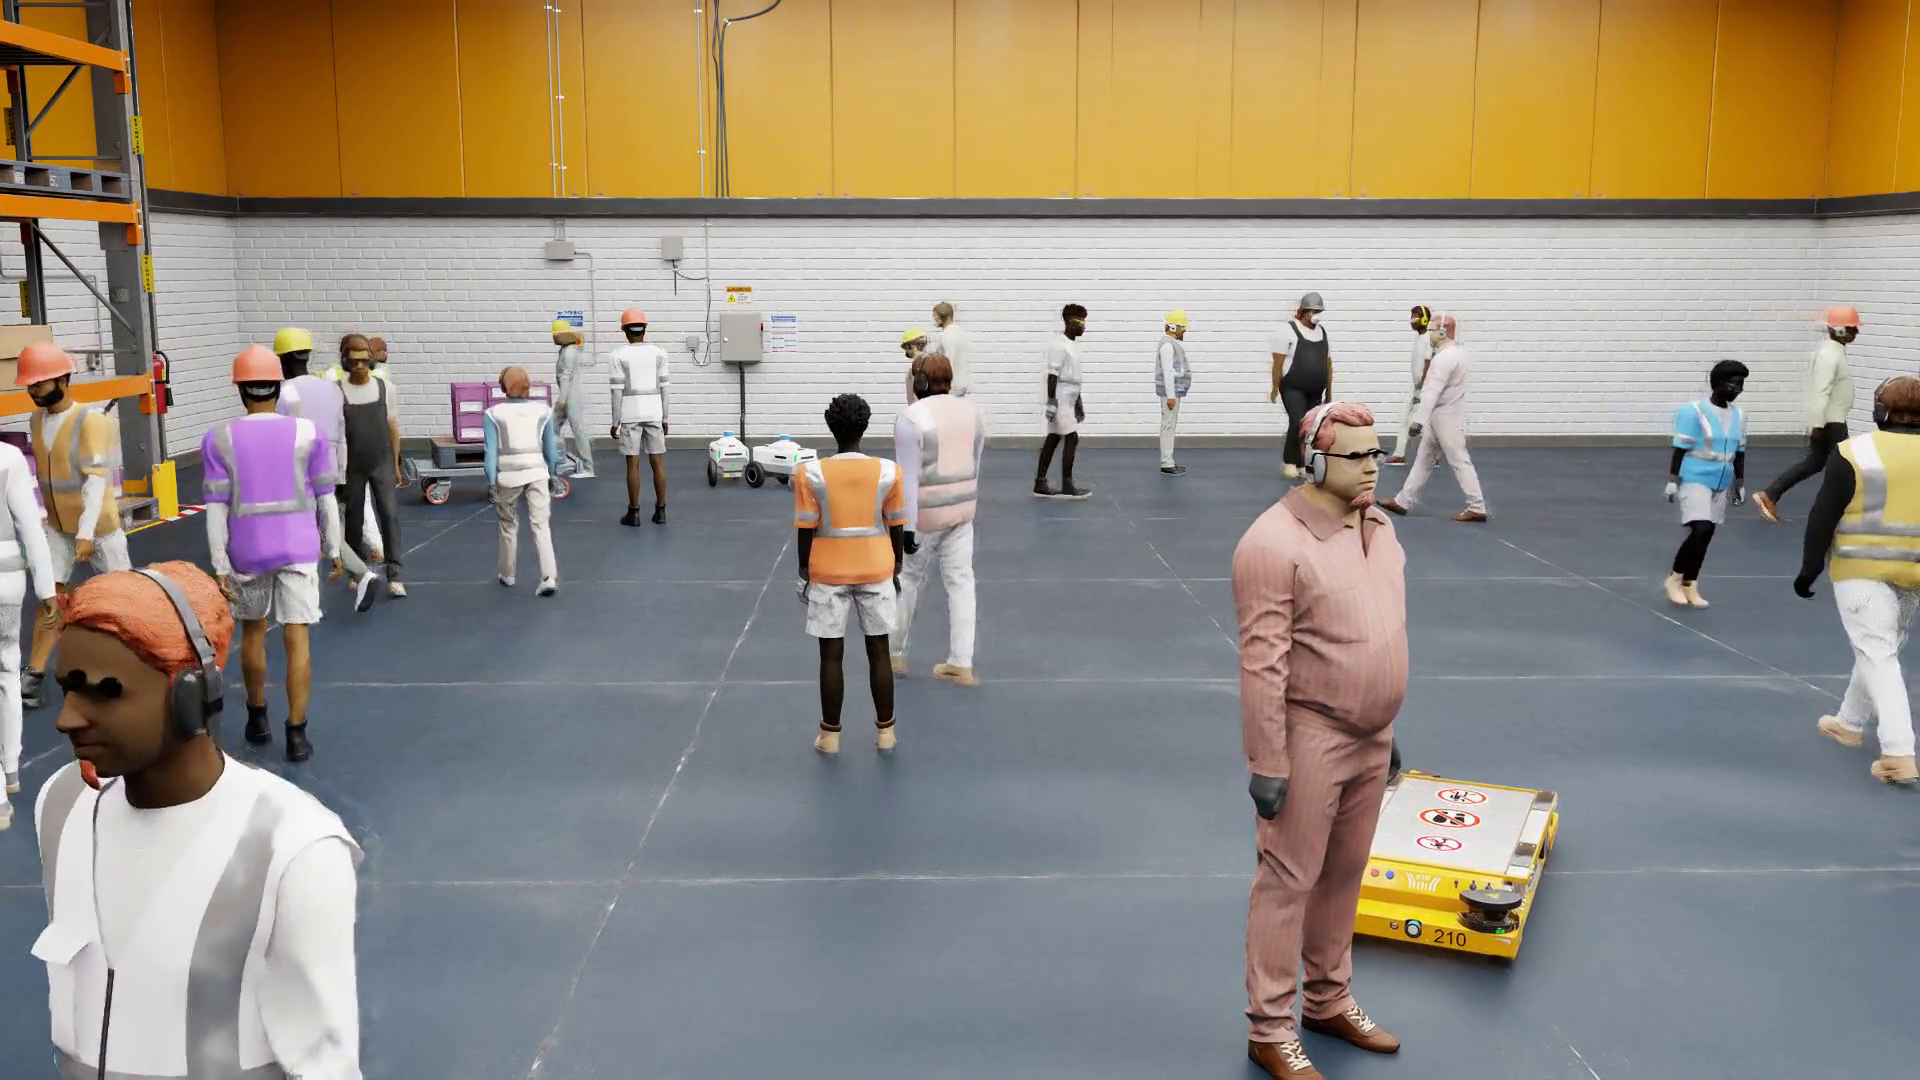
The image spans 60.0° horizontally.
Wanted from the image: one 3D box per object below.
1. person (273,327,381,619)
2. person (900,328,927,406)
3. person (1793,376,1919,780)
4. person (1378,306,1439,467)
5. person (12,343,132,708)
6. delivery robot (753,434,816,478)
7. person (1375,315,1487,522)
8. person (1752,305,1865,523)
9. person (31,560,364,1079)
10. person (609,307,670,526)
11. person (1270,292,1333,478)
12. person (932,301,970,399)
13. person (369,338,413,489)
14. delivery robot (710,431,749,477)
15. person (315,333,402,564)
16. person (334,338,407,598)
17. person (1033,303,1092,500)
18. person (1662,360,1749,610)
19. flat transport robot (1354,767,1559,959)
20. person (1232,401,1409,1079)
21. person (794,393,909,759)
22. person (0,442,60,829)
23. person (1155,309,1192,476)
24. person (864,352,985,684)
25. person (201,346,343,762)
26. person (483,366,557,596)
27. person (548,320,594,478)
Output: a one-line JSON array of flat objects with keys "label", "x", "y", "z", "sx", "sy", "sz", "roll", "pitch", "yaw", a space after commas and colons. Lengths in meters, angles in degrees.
[{"label": "person", "x": -4.113, "y": -0.405, "z": 10.640, "sx": 0.601, "sy": 1.905, "sz": 0.587, "roll": 4, "pitch": 10, "yaw": 21}, {"label": "person", "x": -0.409, "y": -1.159, "z": 15.846, "sx": 0.861, "sy": 1.700, "sz": 0.568, "roll": 2, "pitch": 10, "yaw": 14}, {"label": "person", "x": 4.191, "y": 0.156, "z": 7.550, "sx": 0.622, "sy": 1.798, "sz": 0.965, "roll": 0, "pitch": 9, "yaw": -2}, {"label": "person", "x": 5.140, "y": -1.726, "z": 18.898, "sx": 0.819, "sy": 1.838, "sz": 0.545, "roll": -1, "pitch": 9, "yaw": -7}, {"label": "person", "x": -4.615, "y": -0.067, "z": 8.588, "sx": 0.573, "sy": 1.876, "sz": 0.976, "roll": 3, "pitch": 10, "yaw": 20}, {"label": "delivery robot", "x": -1.807, "y": -0.847, "z": 17.164, "sx": 0.707, "sy": 0.478, "sz": 0.477, "roll": 8, "pitch": 12, "yaw": 42}, {"label": "person", "x": 4.312, "y": -1.092, "z": 15.003, "sx": 1.021, "sy": 1.847, "sz": 0.655, "roll": 3, "pitch": 10, "yaw": 20}, {"label": "person", "x": 7.499, "y": -1.065, "z": 14.498, "sx": 0.924, "sy": 1.969, "sz": 0.605, "roll": 4, "pitch": 10, "yaw": 25}, {"label": "person", "x": -1.102, "y": 0.963, "z": 2.318, "sx": 0.604, "sy": 1.870, "sz": 0.494, "roll": 4, "pitch": 10, "yaw": 23}, {"label": "person", "x": -2.837, "y": -1.083, "z": 14.700, "sx": 0.542, "sy": 1.928, "sz": 0.375, "roll": -5, "pitch": 11, "yaw": -29}, {"label": "person", "x": 3.714, "y": -1.663, "z": 17.909, "sx": 0.719, "sy": 2.000, "sz": 0.539, "roll": -4, "pitch": 10, "yaw": -25}, {"label": "person", "x": -0.128, "y": -1.630, "z": 18.093, "sx": 0.462, "sy": 1.914, "sz": 0.651, "roll": 2, "pitch": 9, "yaw": 13}, {"label": "person", "x": -5.941, "y": -1.250, "z": 16.792, "sx": 0.568, "sy": 1.571, "sz": 0.879, "roll": 4, "pitch": 10, "yaw": 22}, {"label": "delivery robot", "x": -2.440, "y": -0.912, "z": 17.563, "sx": 0.477, "sy": 0.478, "sz": 0.707, "roll": -2, "pitch": 9, "yaw": -15}, {"label": "person", "x": -4.742, "y": -0.733, "z": 13.070, "sx": 1.038, "sy": 1.784, "sz": 0.645, "roll": 8, "pitch": 12, "yaw": 40}, {"label": "person", "x": -4.111, "y": -0.488, "z": 11.489, "sx": 0.522, "sy": 1.792, "sz": 0.836, "roll": -5, "pitch": 11, "yaw": -30}, {"label": "person", "x": 1.053, "y": -1.365, "z": 16.428, "sx": 0.712, "sy": 1.923, "sz": 0.639, "roll": 2, "pitch": 10, "yaw": 13}, {"label": "person", "x": 4.955, "y": -0.364, "z": 11.029, "sx": 0.567, "sy": 1.675, "sz": 0.367, "roll": -4, "pitch": 10, "yaw": -21}, {"label": "flat transport robot", "x": 1.797, "y": 1.141, "z": 6.129, "sx": 0.652, "sy": 0.197, "sz": 1.431, "roll": 4, "pitch": 10, "yaw": 25}, {"label": "person", "x": 1.040, "y": 0.564, "z": 4.664, "sx": 0.652, "sy": 1.906, "sz": 0.409, "roll": -9, "pitch": 13, "yaw": -43}, {"label": "person", "x": -0.506, "y": 0.168, "z": 7.729, "sx": 0.540, "sy": 1.696, "sz": 0.317, "roll": -2, "pitch": 9, "yaw": -13}, {"label": "person", "x": -4.138, "y": 0.233, "z": 6.922, "sx": 0.594, "sy": 1.831, "sz": 0.884, "roll": -8, "pitch": 12, "yaw": -40}, {"label": "person", "x": 2.349, "y": -1.624, "z": 18.326, "sx": 0.404, "sy": 1.828, "sz": 0.587, "roll": 2, "pitch": 9, "yaw": 9}, {"label": "person", "x": -0.205, "y": -0.134, "z": 9.245, "sx": 0.648, "sy": 1.804, "sz": 0.874, "roll": -8, "pitch": 12, "yaw": -40}, {"label": "person", "x": -3.210, "y": 0.052, "z": 7.812, "sx": 0.572, "sy": 1.908, "sz": 0.771, "roll": -3, "pitch": 10, "yaw": -19}, {"label": "person", "x": -3.057, "y": -0.415, "z": 11.637, "sx": 0.539, "sy": 1.590, "sz": 0.856, "roll": -5, "pitch": 10, "yaw": -27}, {"label": "person", "x": -4.325, "y": -1.507, "z": 17.963, "sx": 0.743, "sy": 1.717, "sz": 0.494, "roll": -4, "pitch": 10, "yaw": -22}]
